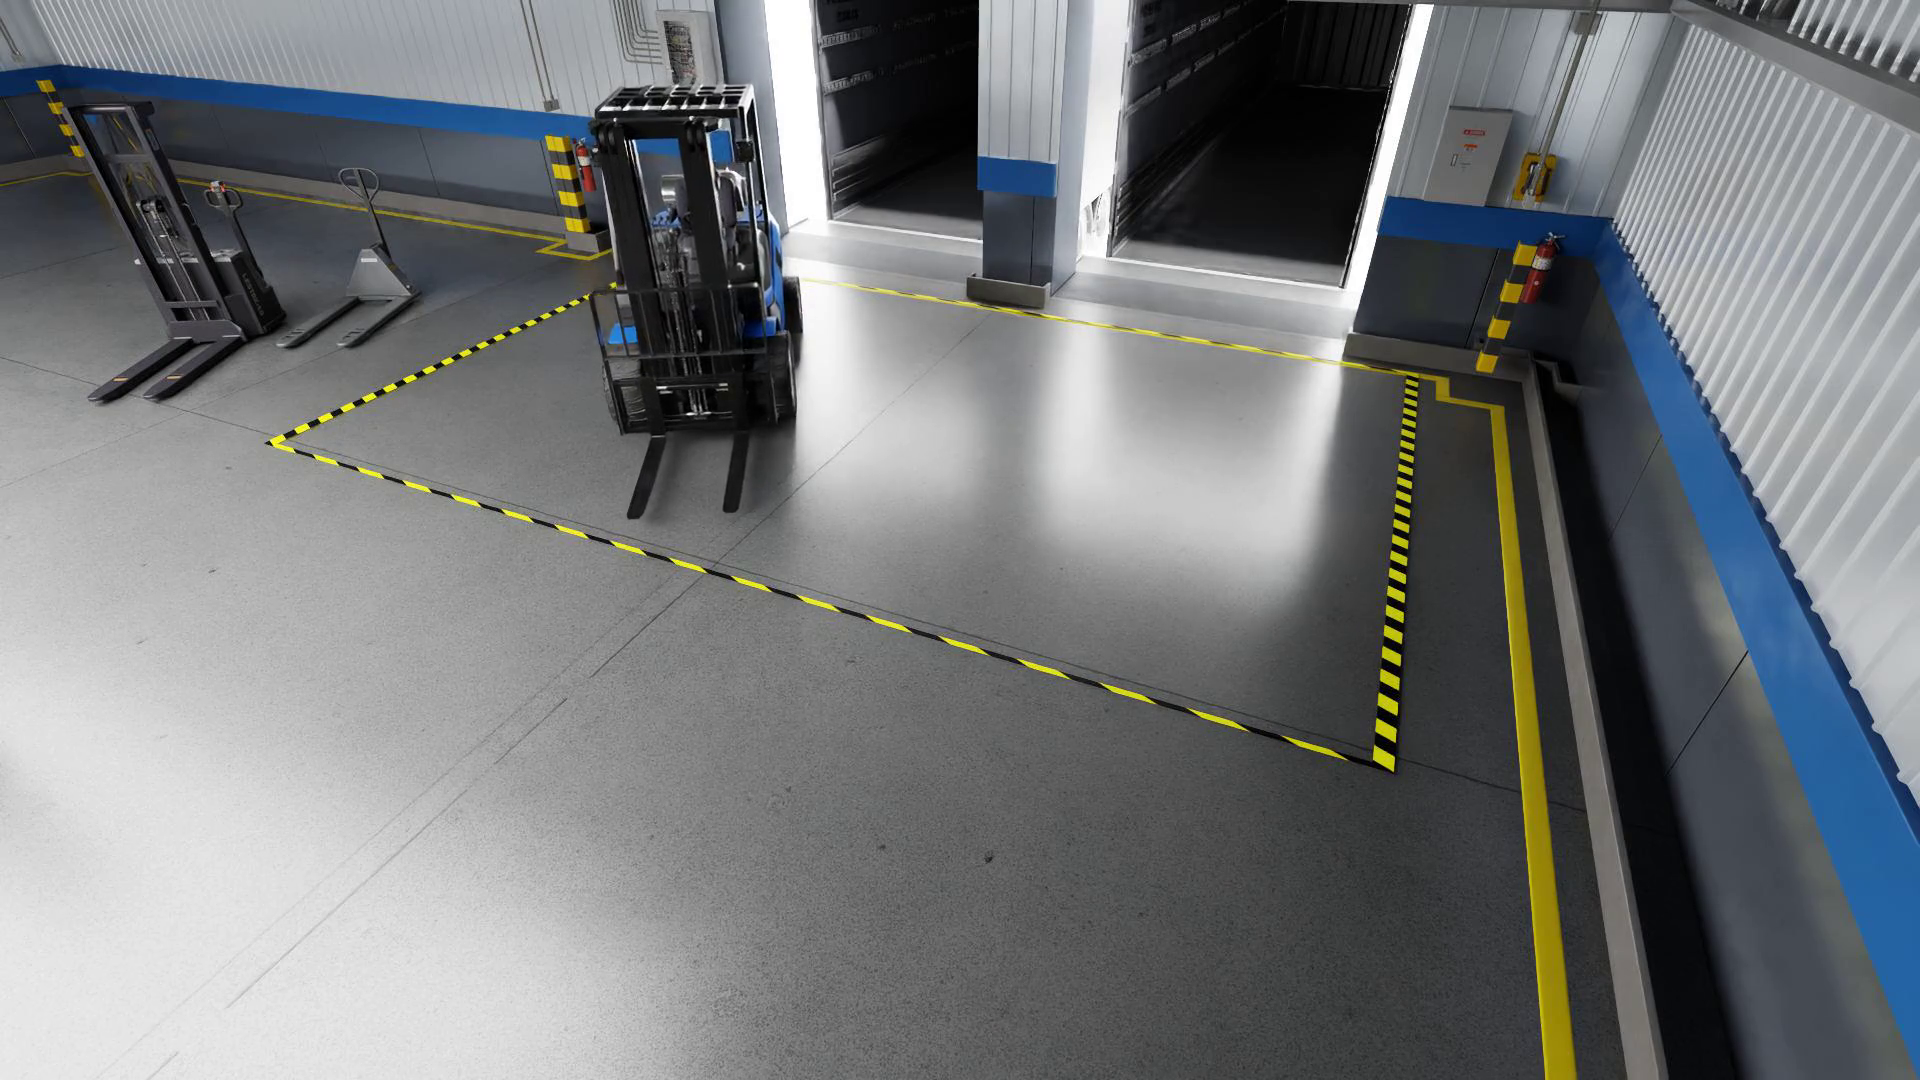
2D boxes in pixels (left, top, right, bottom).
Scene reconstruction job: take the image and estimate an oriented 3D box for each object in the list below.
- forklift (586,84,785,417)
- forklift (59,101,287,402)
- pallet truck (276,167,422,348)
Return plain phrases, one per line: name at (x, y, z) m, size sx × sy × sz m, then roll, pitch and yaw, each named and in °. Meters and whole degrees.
forklift at (-2.020, -2.346, 7.064) m, size 1.157 × 2.036 × 2.680 m, roll -4°, pitch 35°, yaw -6°
forklift at (-6.686, -2.387, 7.434) m, size 0.823 × 1.965 × 1.885 m, roll -3°, pitch 35°, yaw -5°
pallet truck at (-5.732, -2.611, 8.414) m, size 0.680 × 1.201 × 1.601 m, roll -1°, pitch 35°, yaw -1°
